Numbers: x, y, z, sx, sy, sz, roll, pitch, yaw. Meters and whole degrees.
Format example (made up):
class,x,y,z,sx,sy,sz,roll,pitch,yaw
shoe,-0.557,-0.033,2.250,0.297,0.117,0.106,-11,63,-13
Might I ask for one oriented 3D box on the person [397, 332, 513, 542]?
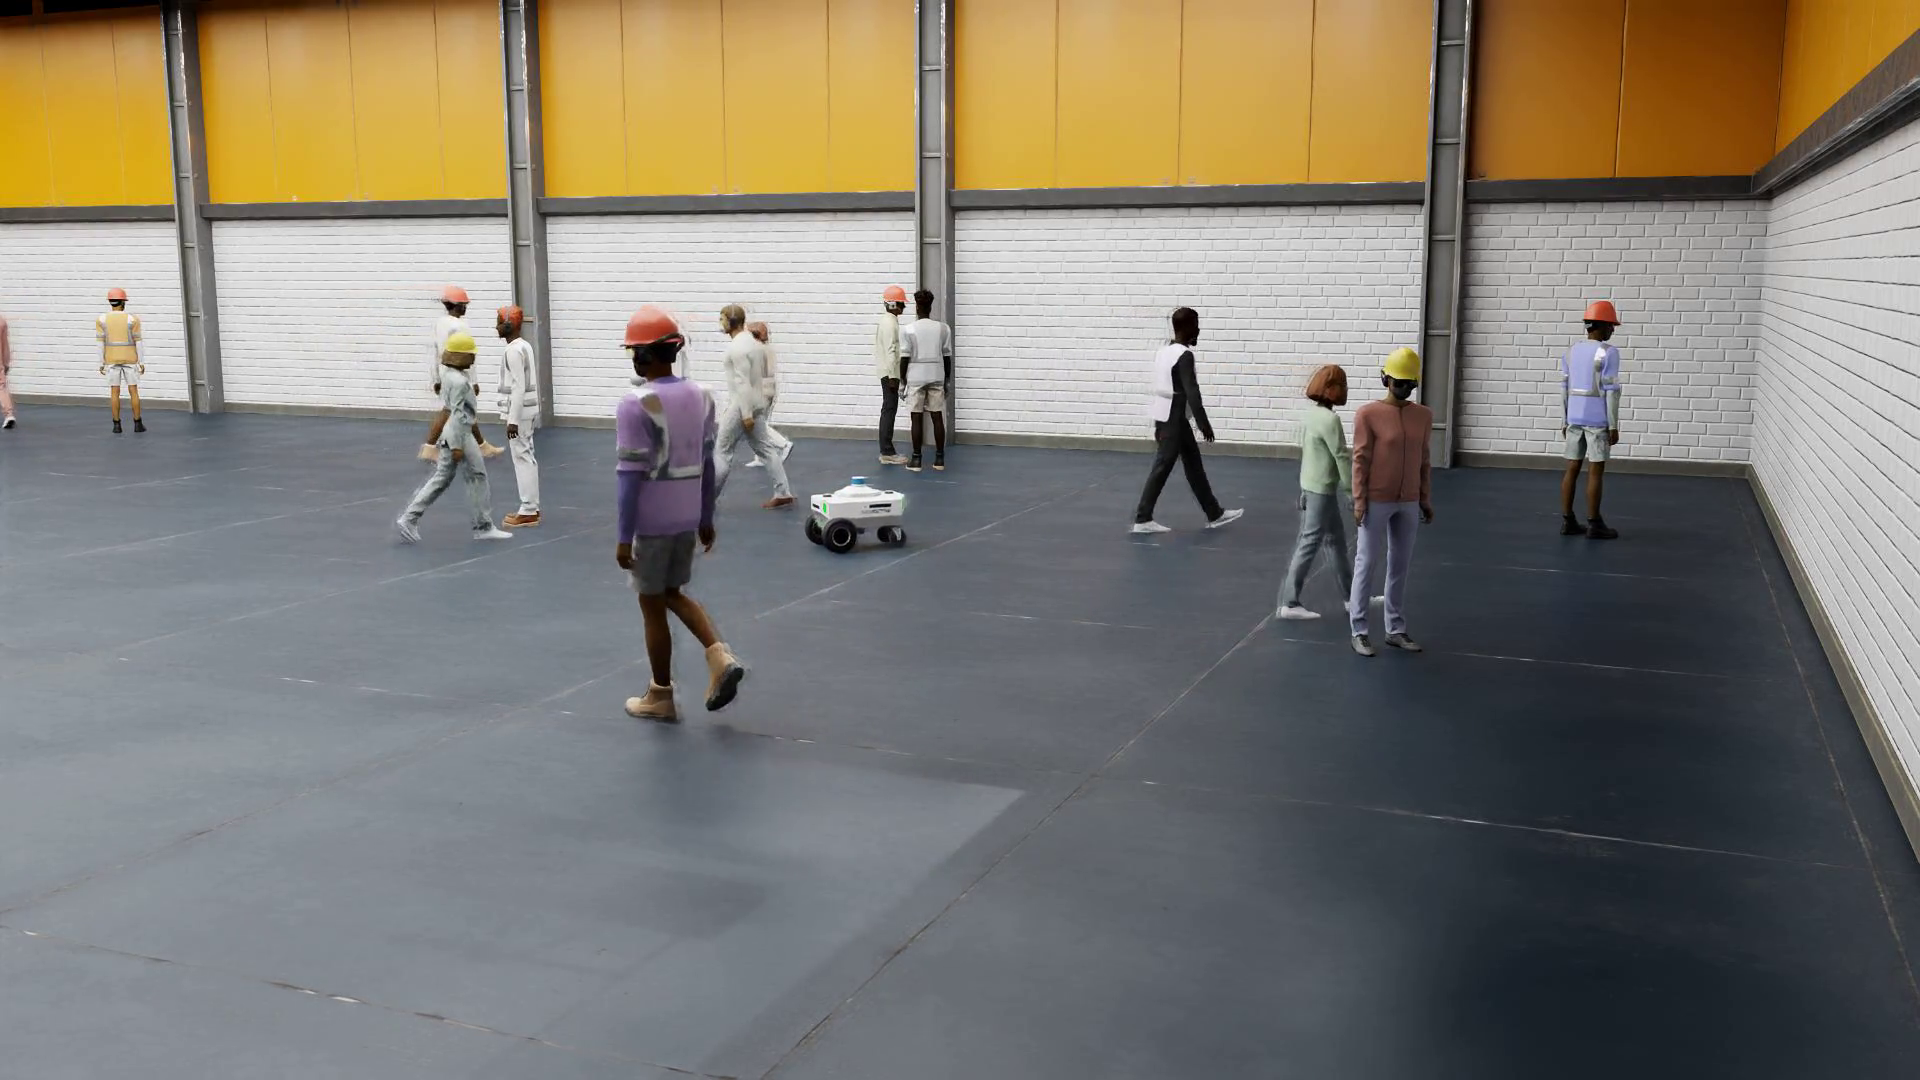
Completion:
class,x,y,z,sx,sy,sz,roll,pitch,yaw
person,-4.091,-0.815,13.323,0.846,1.703,0.504,-5,11,-27

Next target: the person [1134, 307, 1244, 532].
class,x,y,z,sx,sy,sz,roll,pitch,yaw
person,1.905,-0.981,13.806,0.990,1.871,0.599,0,9,-1

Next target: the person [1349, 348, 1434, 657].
class,x,y,z,sx,sy,sz,roll,pitch,yaw
person,2.474,-0.214,9.498,0.524,1.759,0.328,-3,10,-20

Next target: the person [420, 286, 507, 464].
class,x,y,z,sx,sy,sz,roll,pitch,yaw
person,-5.664,-1.853,18.737,1.082,1.988,0.626,-9,13,-42

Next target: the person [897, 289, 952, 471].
class,x,y,z,sx,sy,sz,roll,pitch,yaw
person,-0.383,-1.728,18.039,0.614,1.963,0.362,-3,10,-20

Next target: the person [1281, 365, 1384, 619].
class,x,y,z,sx,sy,sz,roll,pitch,yaw
person,2.369,-0.287,10.433,0.733,1.601,0.506,0,9,0

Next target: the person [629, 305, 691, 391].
class,x,y,z,sx,sy,sz,roll,pitch,yaw
person,-2.574,-1.012,13.941,0.975,1.880,0.559,7,11,35

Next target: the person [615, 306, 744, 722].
class,x,y,z,sx,sy,sz,roll,pitch,yaw
person,-1.384,-0.100,7.982,0.578,2.030,0.629,6,11,31

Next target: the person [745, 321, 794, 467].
class,x,y,z,sx,sy,sz,roll,pitch,yaw
person,-2.108,-1.587,18.240,0.517,1.623,0.544,2,10,11

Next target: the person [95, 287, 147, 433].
class,x,y,z,sx,sy,sz,roll,pitch,yaw
person,-11.164,-2.387,22.134,0.562,1.934,0.384,-3,10,-20

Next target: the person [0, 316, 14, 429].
class,x,y,z,sx,sy,sz,roll,pitch,yaw
person,-13.271,-2.436,22.680,1.004,1.860,0.643,7,12,38

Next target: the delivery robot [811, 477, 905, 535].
class,x,y,z,sx,sy,sz,roll,pitch,yaw
delivery robot,-0.799,-0.255,13.096,0.707,0.478,0.477,-4,10,-23

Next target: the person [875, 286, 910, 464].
class,x,y,z,sx,sy,sz,roll,pitch,yaw
person,-0.753,-1.856,18.733,0.397,1.990,0.624,-1,9,-5

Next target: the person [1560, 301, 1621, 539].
class,x,y,z,sx,sy,sz,roll,pitch,yaw
person,5.160,-0.976,13.587,0.376,1.933,0.544,-5,11,-28

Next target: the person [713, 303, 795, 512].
class,x,y,z,sx,sy,sz,roll,pitch,yaw
person,-1.970,-1.183,15.000,1.015,1.885,0.644,1,9,5

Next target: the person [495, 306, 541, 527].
class,x,y,z,sx,sy,sz,roll,pitch,yaw
person,-3.770,-1.052,14.187,0.337,1.882,0.585,-1,9,-7
